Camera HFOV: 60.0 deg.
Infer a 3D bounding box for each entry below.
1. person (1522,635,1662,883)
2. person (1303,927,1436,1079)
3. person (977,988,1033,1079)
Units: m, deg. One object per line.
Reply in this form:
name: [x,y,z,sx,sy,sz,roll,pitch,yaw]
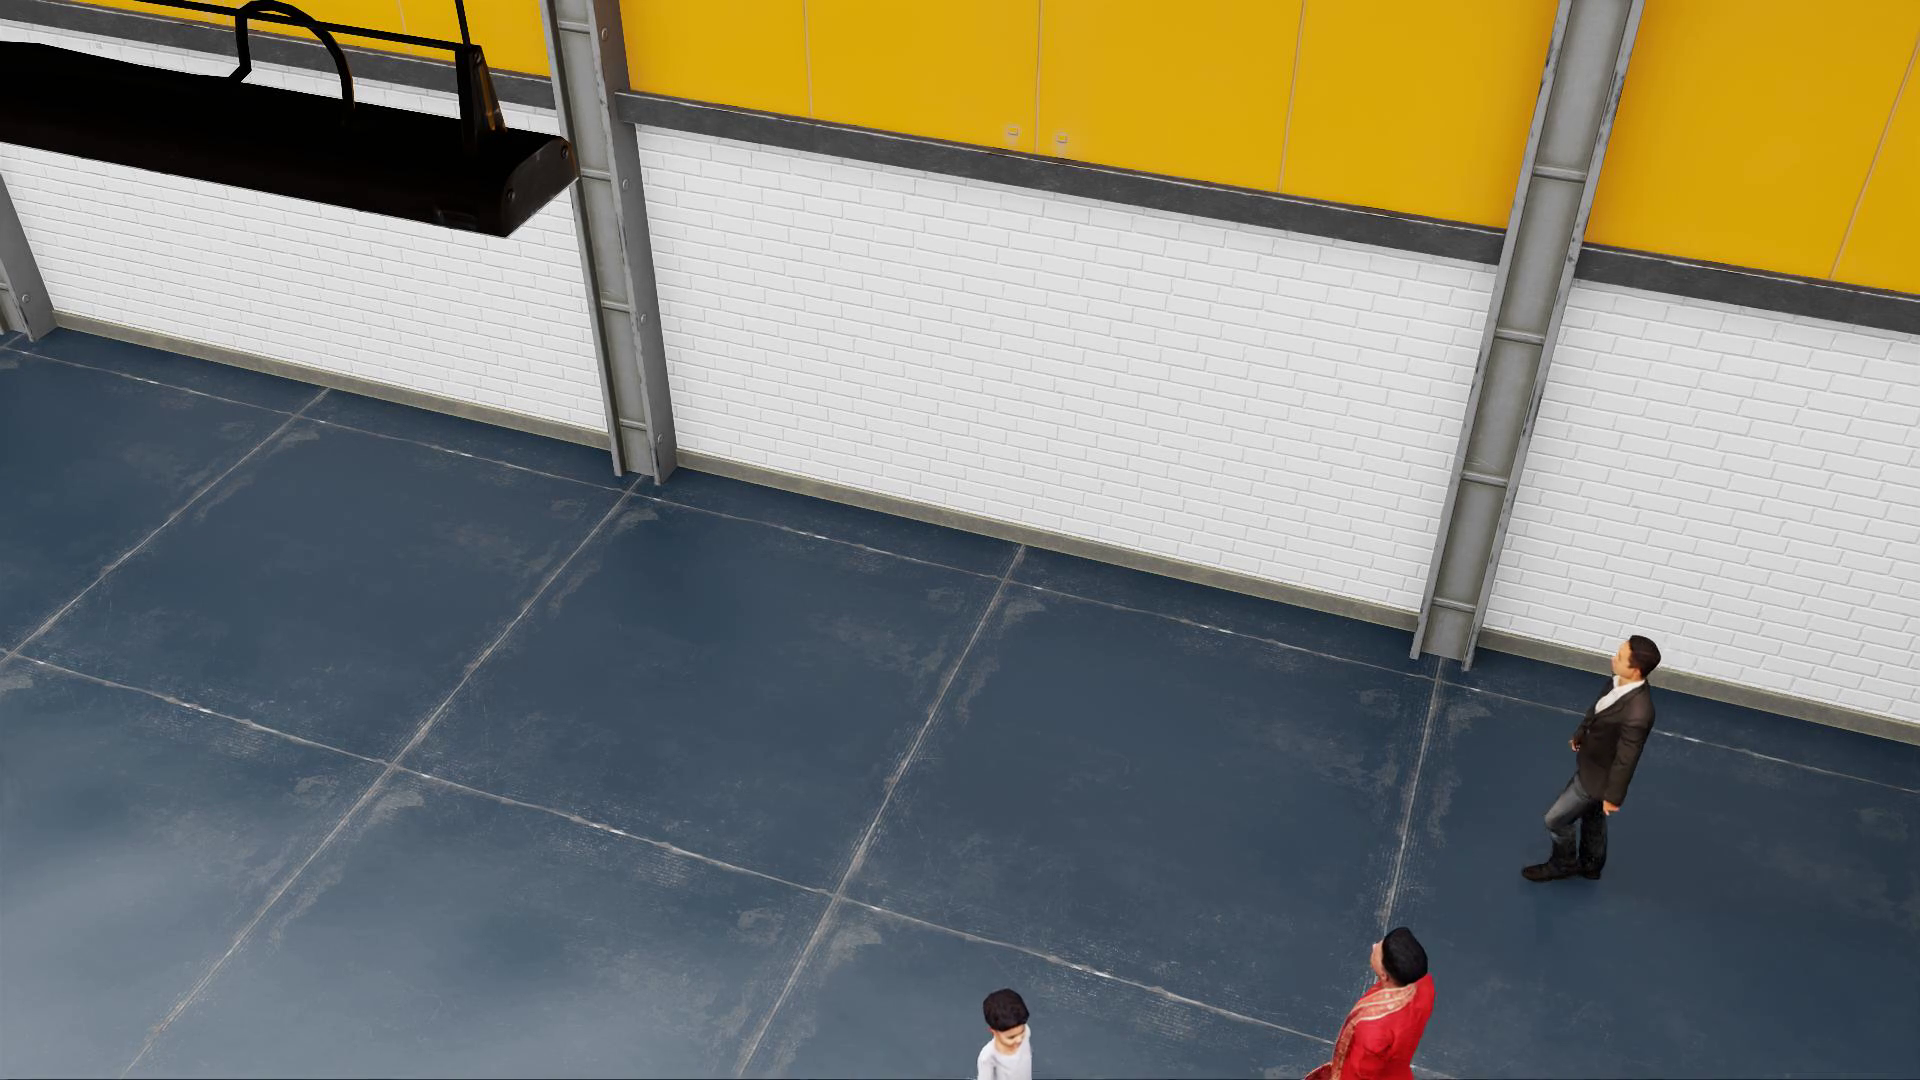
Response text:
person: [3.595,1.250,9.073,0.722,1.787,0.751,8,39,9]
person: [1.962,2.474,7.494,1.046,1.846,1.307,-30,48,-32]
person: [0.177,2.540,7.893,0.699,1.245,0.838,-29,47,-31]
